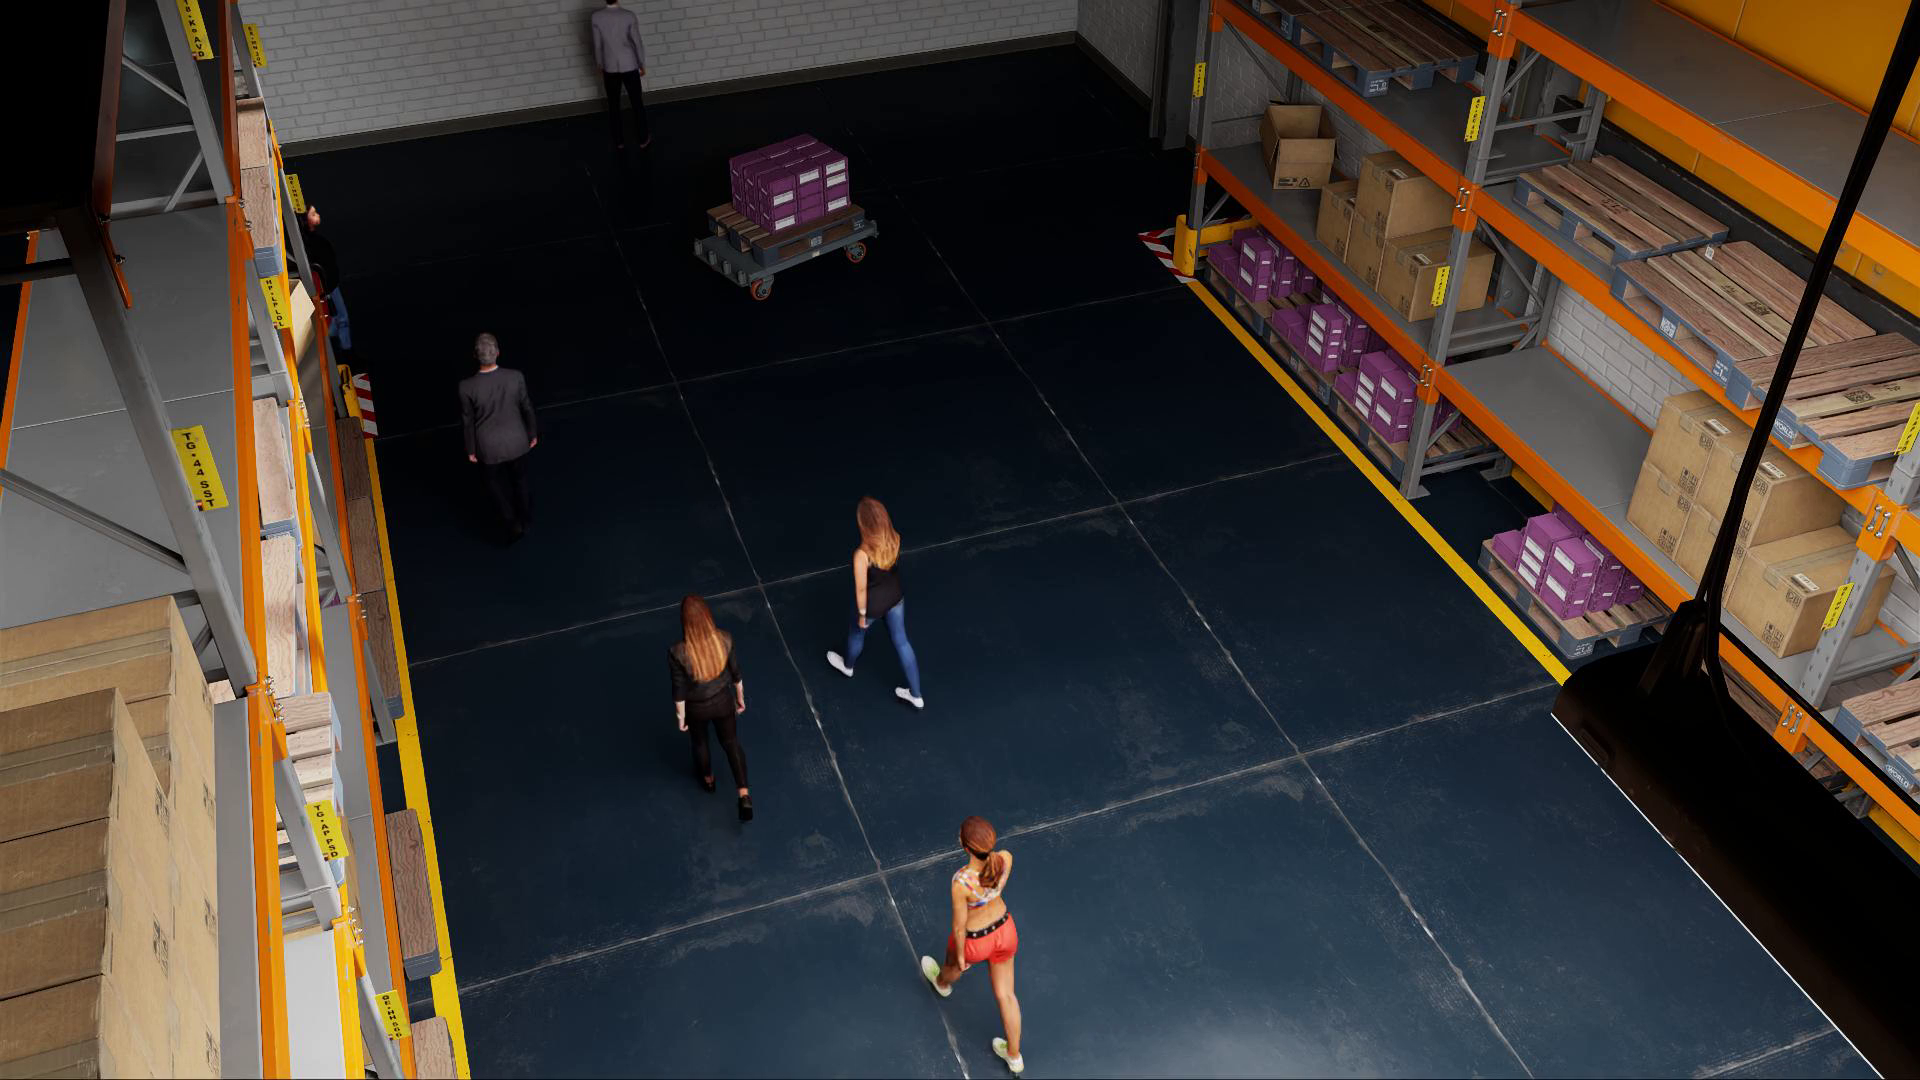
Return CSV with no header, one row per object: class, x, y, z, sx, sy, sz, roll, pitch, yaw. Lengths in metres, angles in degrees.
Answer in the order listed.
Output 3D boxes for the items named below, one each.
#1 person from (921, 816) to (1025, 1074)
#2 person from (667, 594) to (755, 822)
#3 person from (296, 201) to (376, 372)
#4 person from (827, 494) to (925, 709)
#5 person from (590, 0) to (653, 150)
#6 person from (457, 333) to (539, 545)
person,0.185,2.207,8.999,0.733,1.744,1.175,-22,43,-25
person,-1.555,1.087,10.441,0.666,1.694,1.001,-17,42,-20
person,-5.640,-2.147,14.505,0.770,1.678,0.925,-4,39,-5
person,-0.488,0.460,11.241,1.152,1.676,0.886,32,48,33
person,-3.718,-5.189,18.177,0.736,1.848,0.656,-3,39,-3
person,-3.462,-0.714,12.594,0.794,1.822,0.866,-18,42,-21
